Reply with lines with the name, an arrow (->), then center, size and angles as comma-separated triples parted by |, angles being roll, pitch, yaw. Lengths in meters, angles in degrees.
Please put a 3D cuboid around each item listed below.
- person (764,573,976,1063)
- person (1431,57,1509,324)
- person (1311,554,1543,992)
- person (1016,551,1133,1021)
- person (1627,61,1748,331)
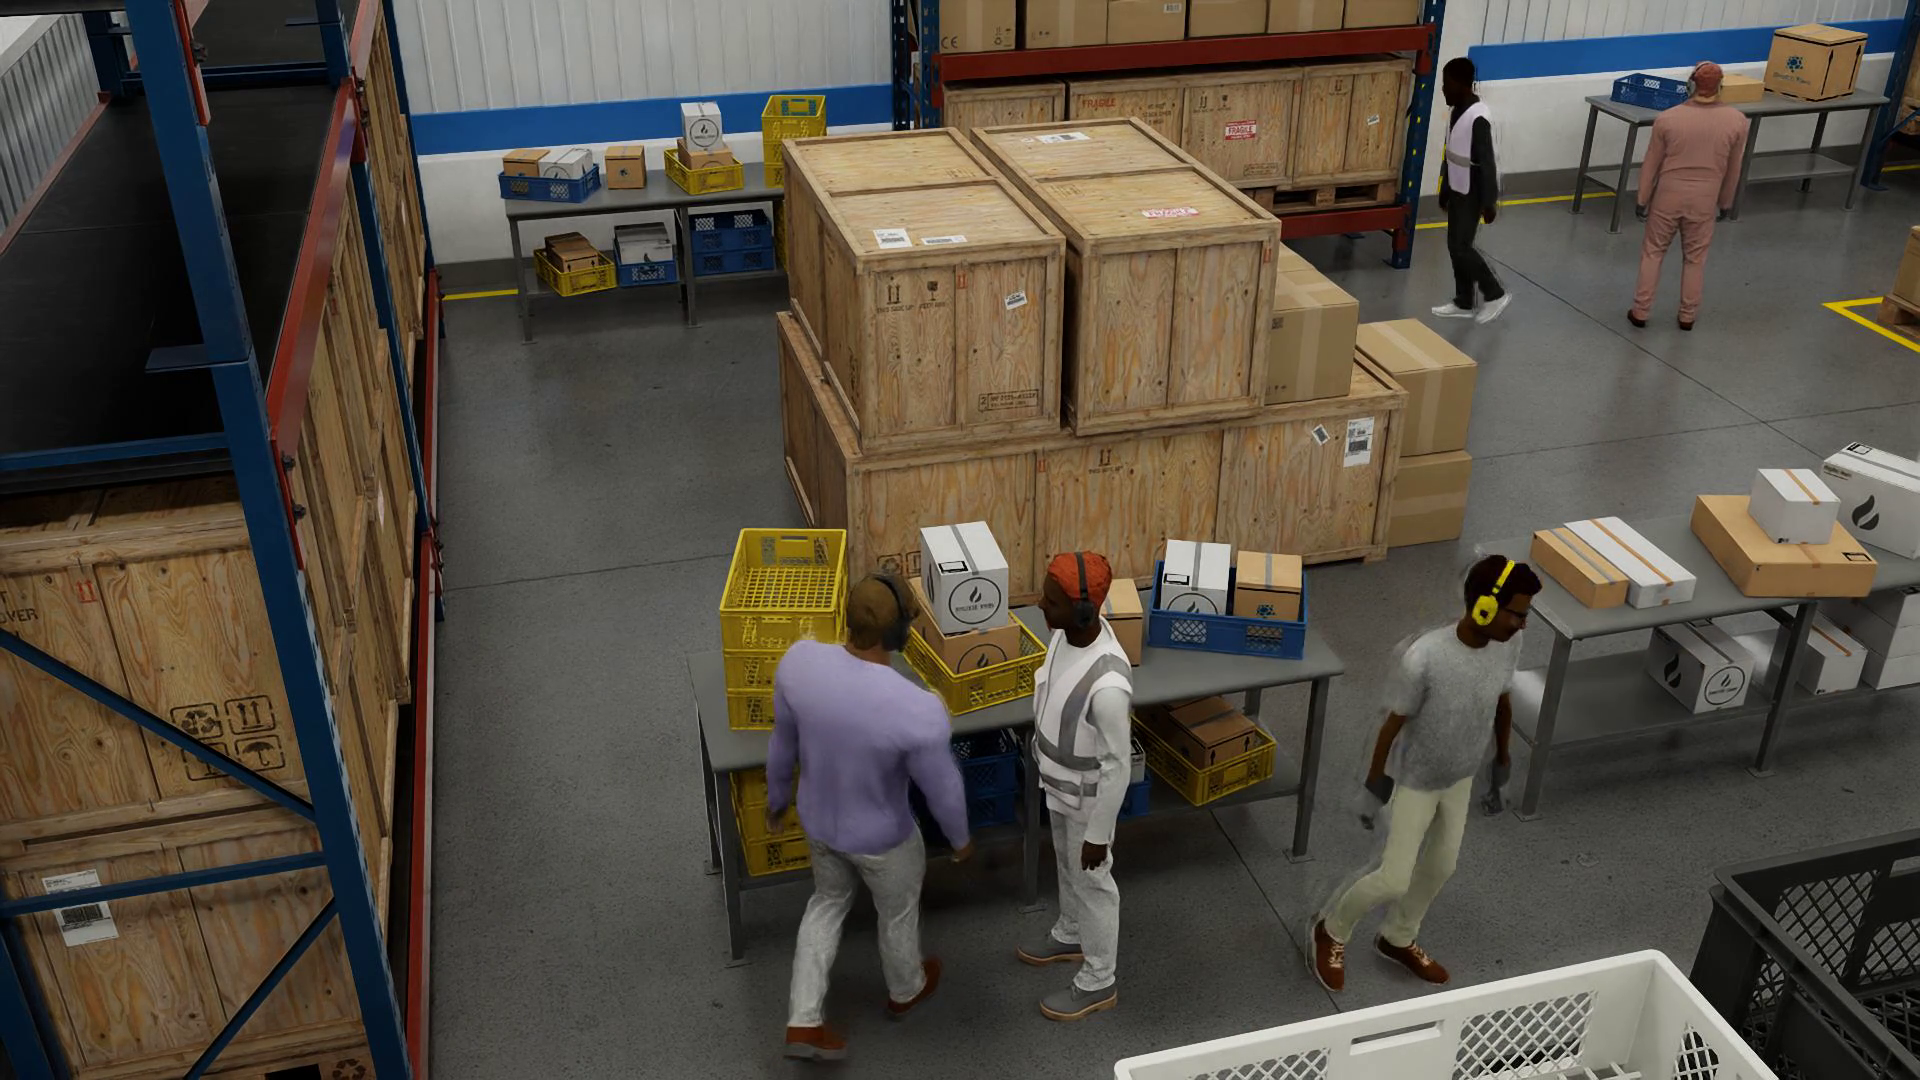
person -> -0.341, 0.980, 5.615 | 0.714, 1.918, 0.863 | 16, 33, 27
person -> 3.682, -2.497, 11.973 | 0.605, 1.870, 0.645 | -1, 29, -1
person -> 1.692, 0.842, 5.955 | 0.600, 1.835, 0.451 | -14, 32, -23
person -> 0.418, 0.867, 5.853 | 0.337, 1.882, 0.583 | -6, 29, -11
person -> 5.153, -2.439, 11.847 | 0.656, 1.899, 0.400 | 7, 30, 12
